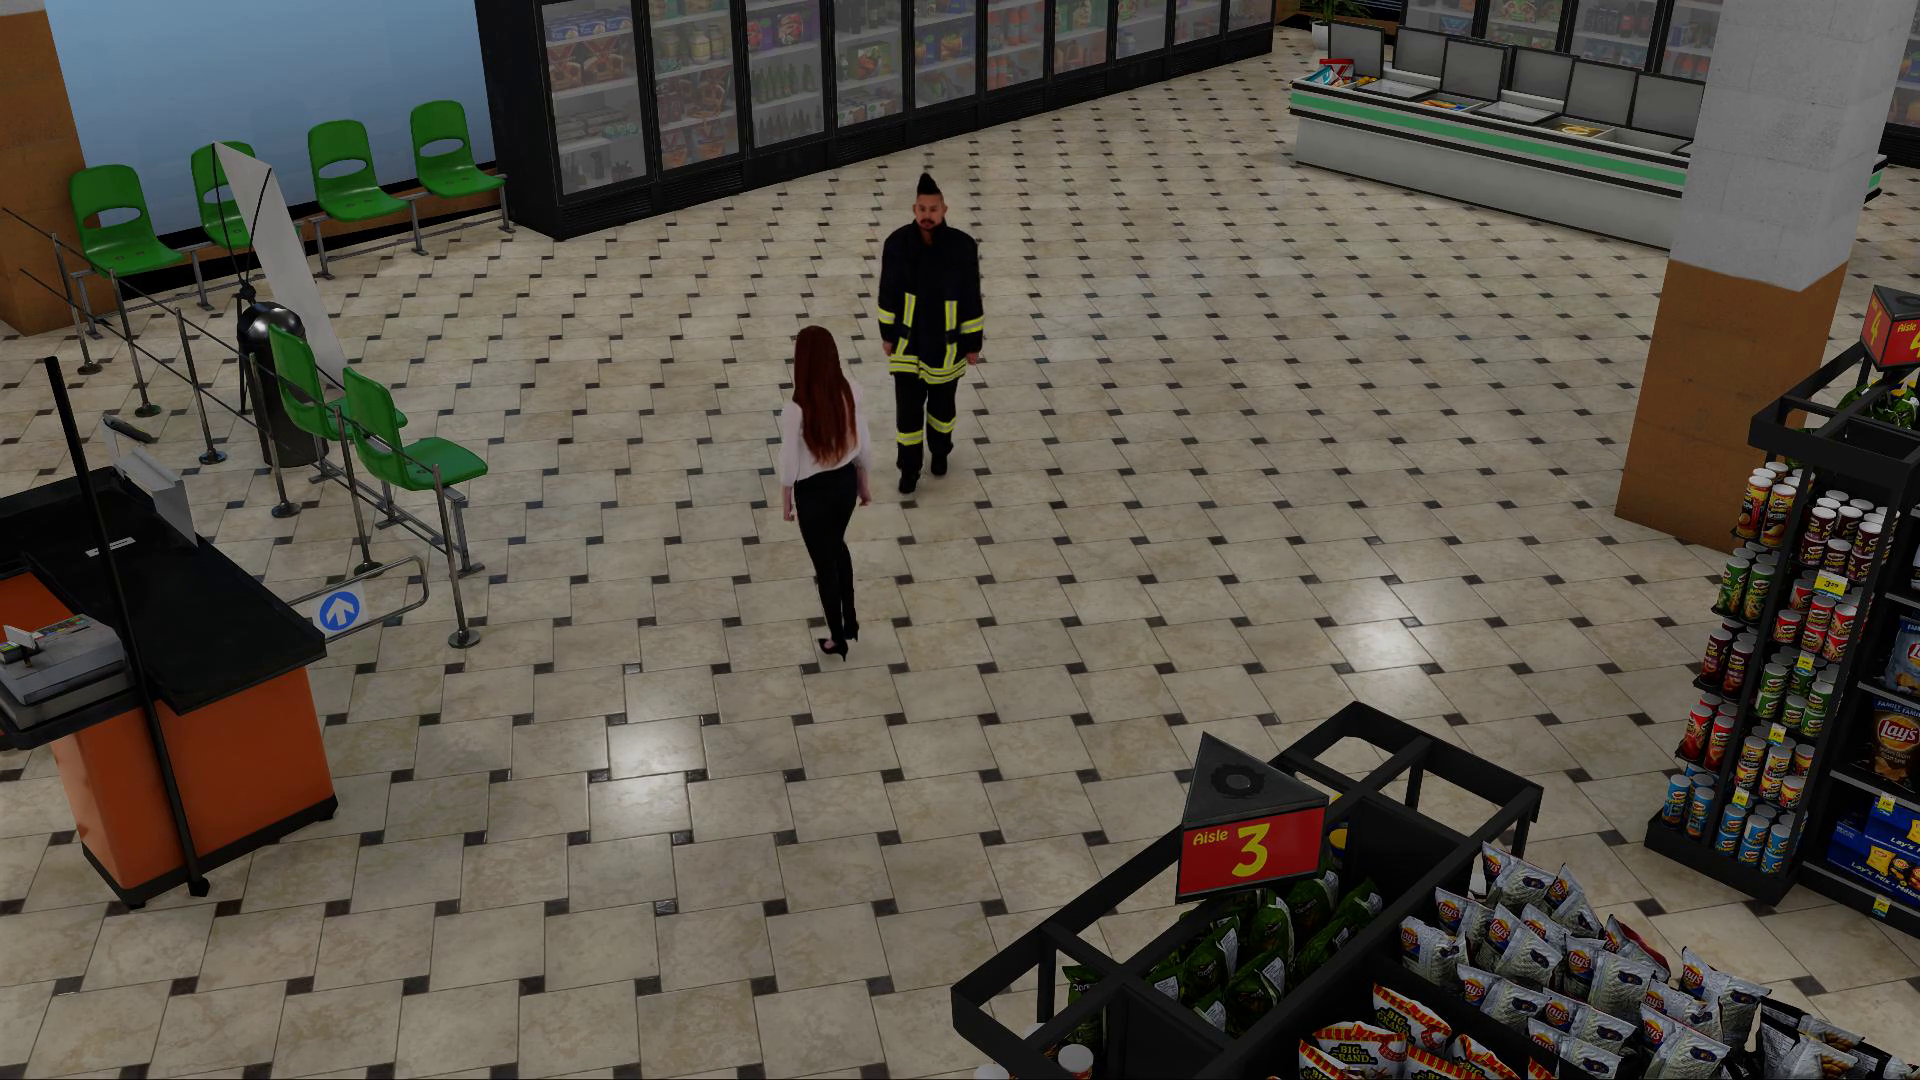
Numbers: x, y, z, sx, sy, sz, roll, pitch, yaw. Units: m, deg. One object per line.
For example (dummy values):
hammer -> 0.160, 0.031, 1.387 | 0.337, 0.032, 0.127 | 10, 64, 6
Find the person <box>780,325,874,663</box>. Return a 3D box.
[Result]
person -> -0.584, -0.155, 7.899 | 0.644, 1.751, 0.617 | -20, 34, -32

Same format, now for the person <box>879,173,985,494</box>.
person -> -0.172, -1.257, 9.820 | 1.012, 1.844, 1.071 | 0, 29, 1
